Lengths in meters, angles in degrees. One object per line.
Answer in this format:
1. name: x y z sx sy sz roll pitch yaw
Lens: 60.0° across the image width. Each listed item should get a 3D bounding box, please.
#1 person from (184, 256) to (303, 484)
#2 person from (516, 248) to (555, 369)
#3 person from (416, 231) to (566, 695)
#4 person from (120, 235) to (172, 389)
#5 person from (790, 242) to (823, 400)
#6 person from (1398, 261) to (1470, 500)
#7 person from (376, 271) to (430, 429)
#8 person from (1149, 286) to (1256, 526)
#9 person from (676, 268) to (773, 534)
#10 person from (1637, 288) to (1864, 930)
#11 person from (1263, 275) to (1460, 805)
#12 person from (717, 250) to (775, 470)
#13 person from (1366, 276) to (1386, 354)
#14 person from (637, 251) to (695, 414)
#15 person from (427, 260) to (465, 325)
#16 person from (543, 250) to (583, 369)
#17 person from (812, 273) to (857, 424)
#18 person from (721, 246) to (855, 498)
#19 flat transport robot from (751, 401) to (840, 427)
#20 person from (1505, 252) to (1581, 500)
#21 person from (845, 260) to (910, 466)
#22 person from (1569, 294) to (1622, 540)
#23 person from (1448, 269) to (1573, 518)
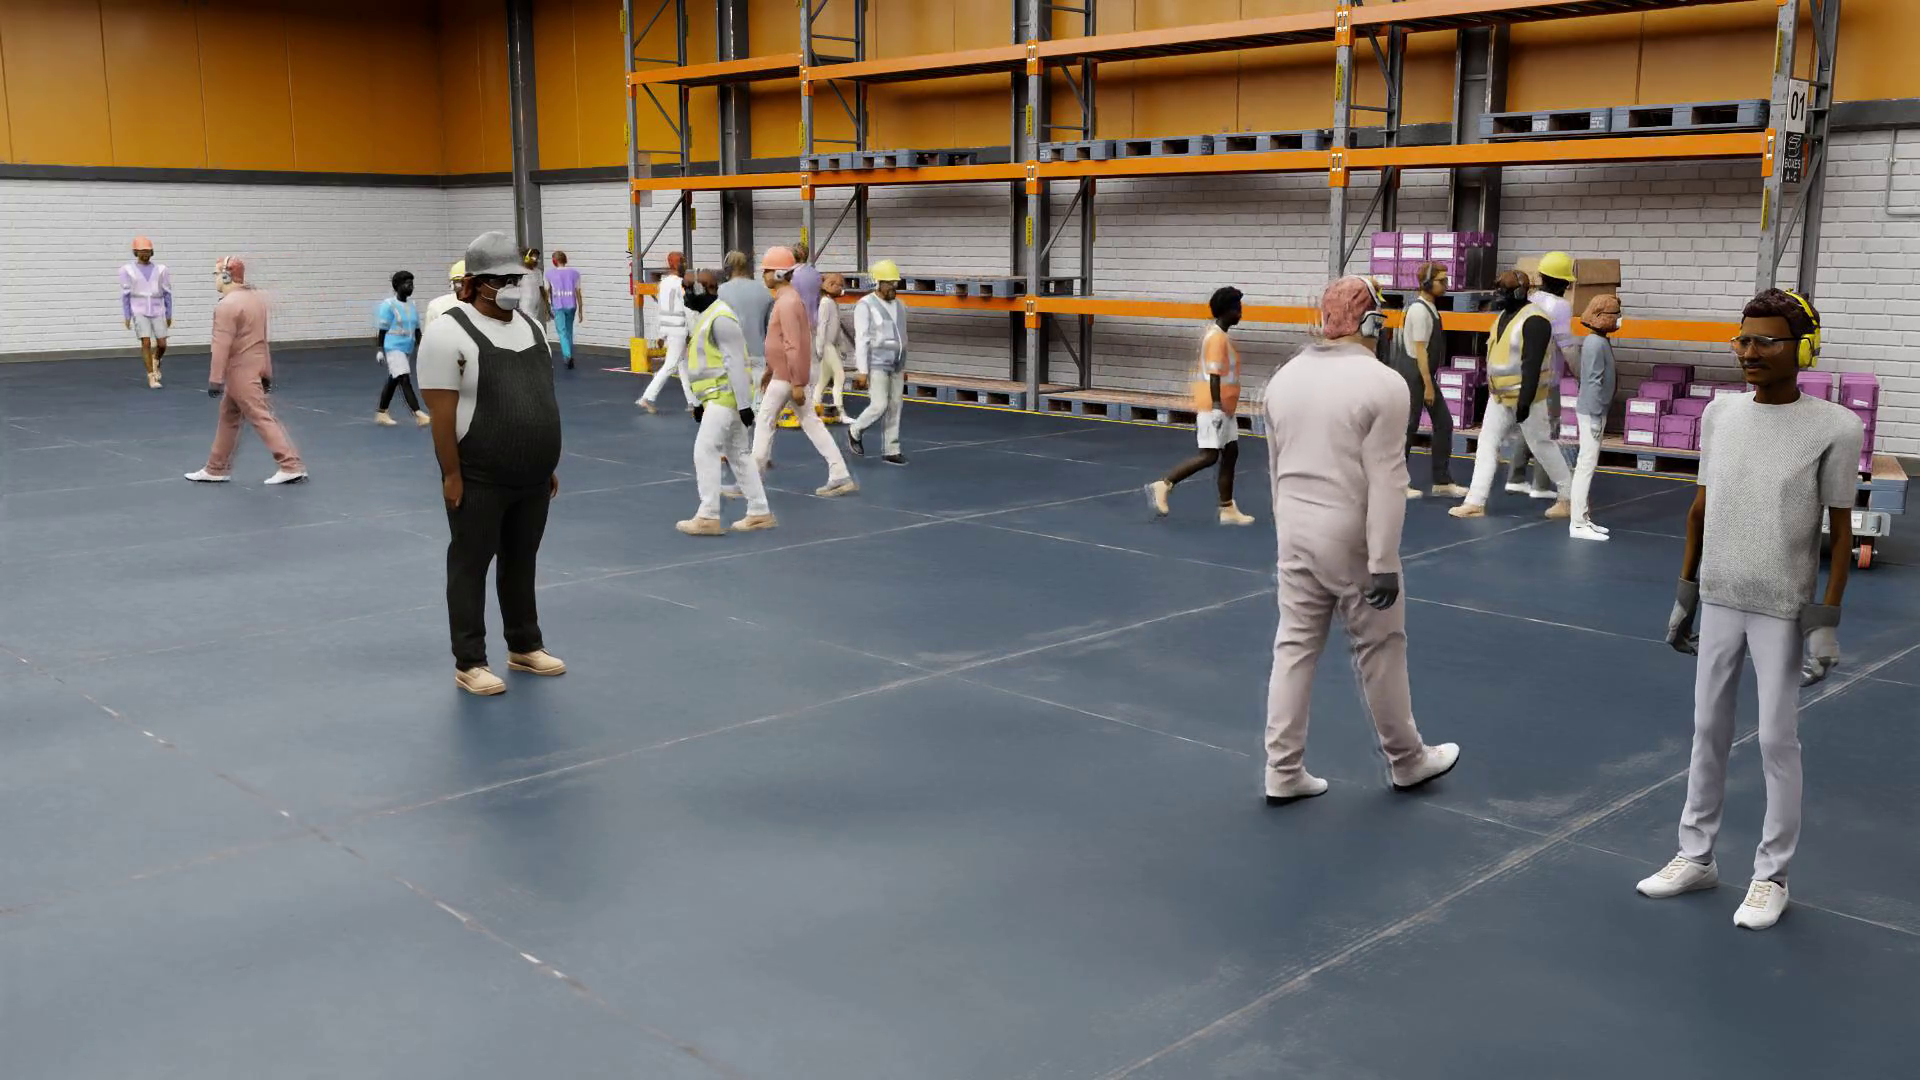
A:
1. person: -5.844 -1.363 13.489 0.990 1.857 0.663 -1 10 -4
2. person: -6.259 -3.382 24.614 0.879 1.818 0.483 5 12 25
3. person: -2.033 -0.350 7.453 0.536 2.000 0.680 7 12 32
4. person: -10.800 -3.029 22.105 0.614 2.026 0.602 -8 13 -36
5. person: -1.838 -2.462 19.250 0.372 1.940 0.631 6 12 28
6. person: 3.618 -1.193 12.633 0.765 1.817 0.552 5 11 25
7. person: -5.848 -1.994 17.465 0.887 1.638 0.542 4 11 19
8. person: 1.712 -0.936 11.605 0.671 1.676 0.539 3 11 18
9. person: -1.652 -0.932 11.285 0.774 1.797 0.648 -3 11 -14
10. person: 2.337 0.209 4.897 0.328 1.862 0.520 -7 13 -35
11. person: 1.420 0.004 5.956 0.804 1.873 0.675 -7 13 -35
12. person: -1.908 -1.570 14.550 0.650 1.888 0.847 -7 12 -32
13. person: 2.749 -1.018 11.958 0.718 1.738 0.531 -1 10 -5
14. person: -3.291 -2.362 18.955 0.944 1.854 0.571 -7 12 -33
15. person: -4.193 -1.460 14.126 0.638 1.809 0.508 -1 10 -7
16. person: -6.029 -3.511 25.364 0.578 1.808 0.848 -6 12 -30
17. person: -1.321 -2.045 17.846 0.678 1.601 0.521 1 10 8
18. person: -1.309 -1.276 12.797 1.047 1.948 0.604 0 10 3
19. flat transport robot: -2.055 -1.383 17.910 1.431 0.197 0.652 7 13 35
20. person: 4.516 -1.238 12.720 0.526 1.887 0.619 -3 11 -14
21. person: -0.707 -1.558 14.664 0.545 1.813 0.599 9 14 41
22. person: 4.261 -0.824 11.147 0.277 1.633 0.507 4 11 21
23. person: 4.042 -1.034 11.883 0.947 1.801 0.625 -2 11 -13
